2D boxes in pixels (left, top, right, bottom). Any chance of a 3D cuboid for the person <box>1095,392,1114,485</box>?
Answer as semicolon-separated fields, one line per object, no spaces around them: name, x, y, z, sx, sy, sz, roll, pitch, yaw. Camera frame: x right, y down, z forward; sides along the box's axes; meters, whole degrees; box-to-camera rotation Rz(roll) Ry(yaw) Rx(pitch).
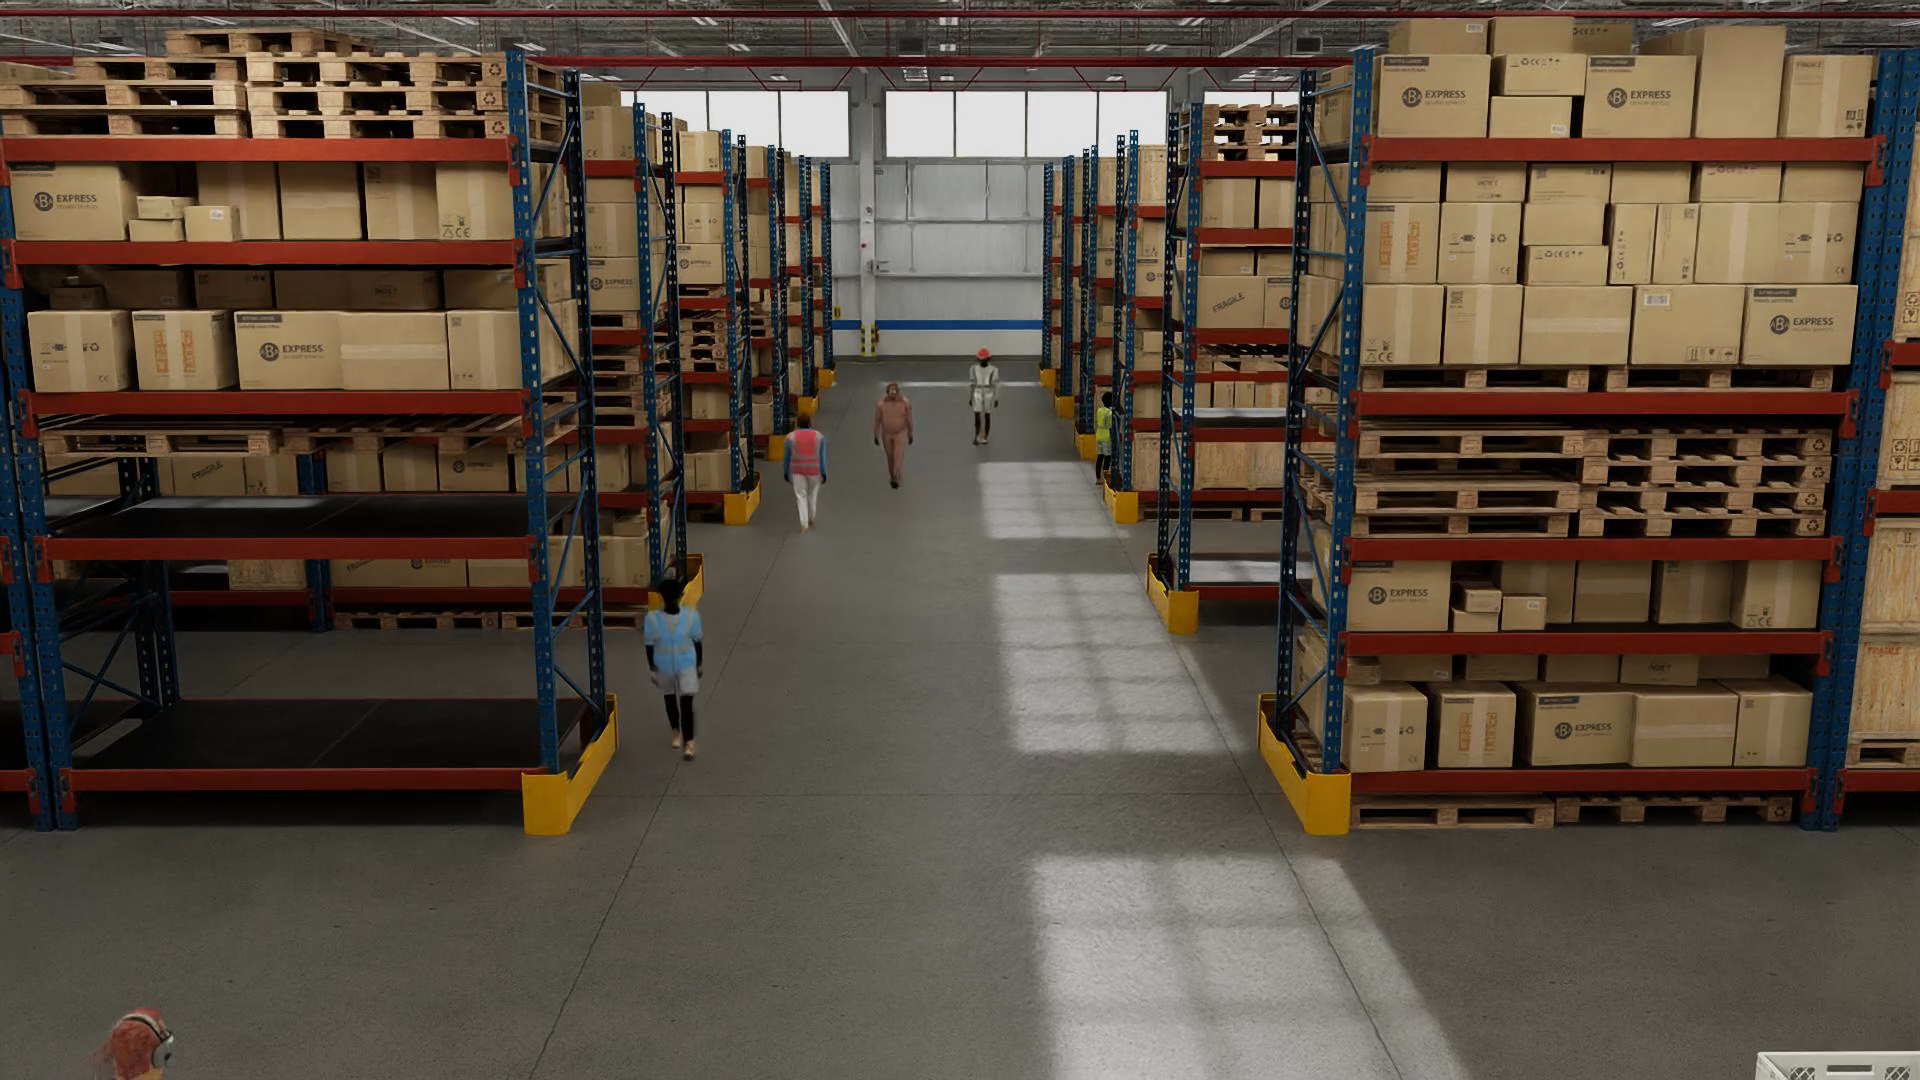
person;2.591;-1.787;29.526;0.318;1.690;0.529;-6;13;-26

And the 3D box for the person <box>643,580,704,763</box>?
person;-2.580;1.163;14.991;0.532;1.637;0.918;-1;11;-6

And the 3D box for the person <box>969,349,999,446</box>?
person;0.477;-2.935;34.425;0.635;2.000;0.983;1;12;7

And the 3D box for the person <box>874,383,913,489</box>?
person;-1.190;-1.848;29.400;0.670;1.852;1.015;1;11;7

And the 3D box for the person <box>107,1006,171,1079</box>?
person;-3.175;2.759;6.557;0.640;1.867;0.950;3;12;15

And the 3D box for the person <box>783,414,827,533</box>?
person;-2.400;-1.053;25.612;0.657;1.791;0.941;-2;12;-11
